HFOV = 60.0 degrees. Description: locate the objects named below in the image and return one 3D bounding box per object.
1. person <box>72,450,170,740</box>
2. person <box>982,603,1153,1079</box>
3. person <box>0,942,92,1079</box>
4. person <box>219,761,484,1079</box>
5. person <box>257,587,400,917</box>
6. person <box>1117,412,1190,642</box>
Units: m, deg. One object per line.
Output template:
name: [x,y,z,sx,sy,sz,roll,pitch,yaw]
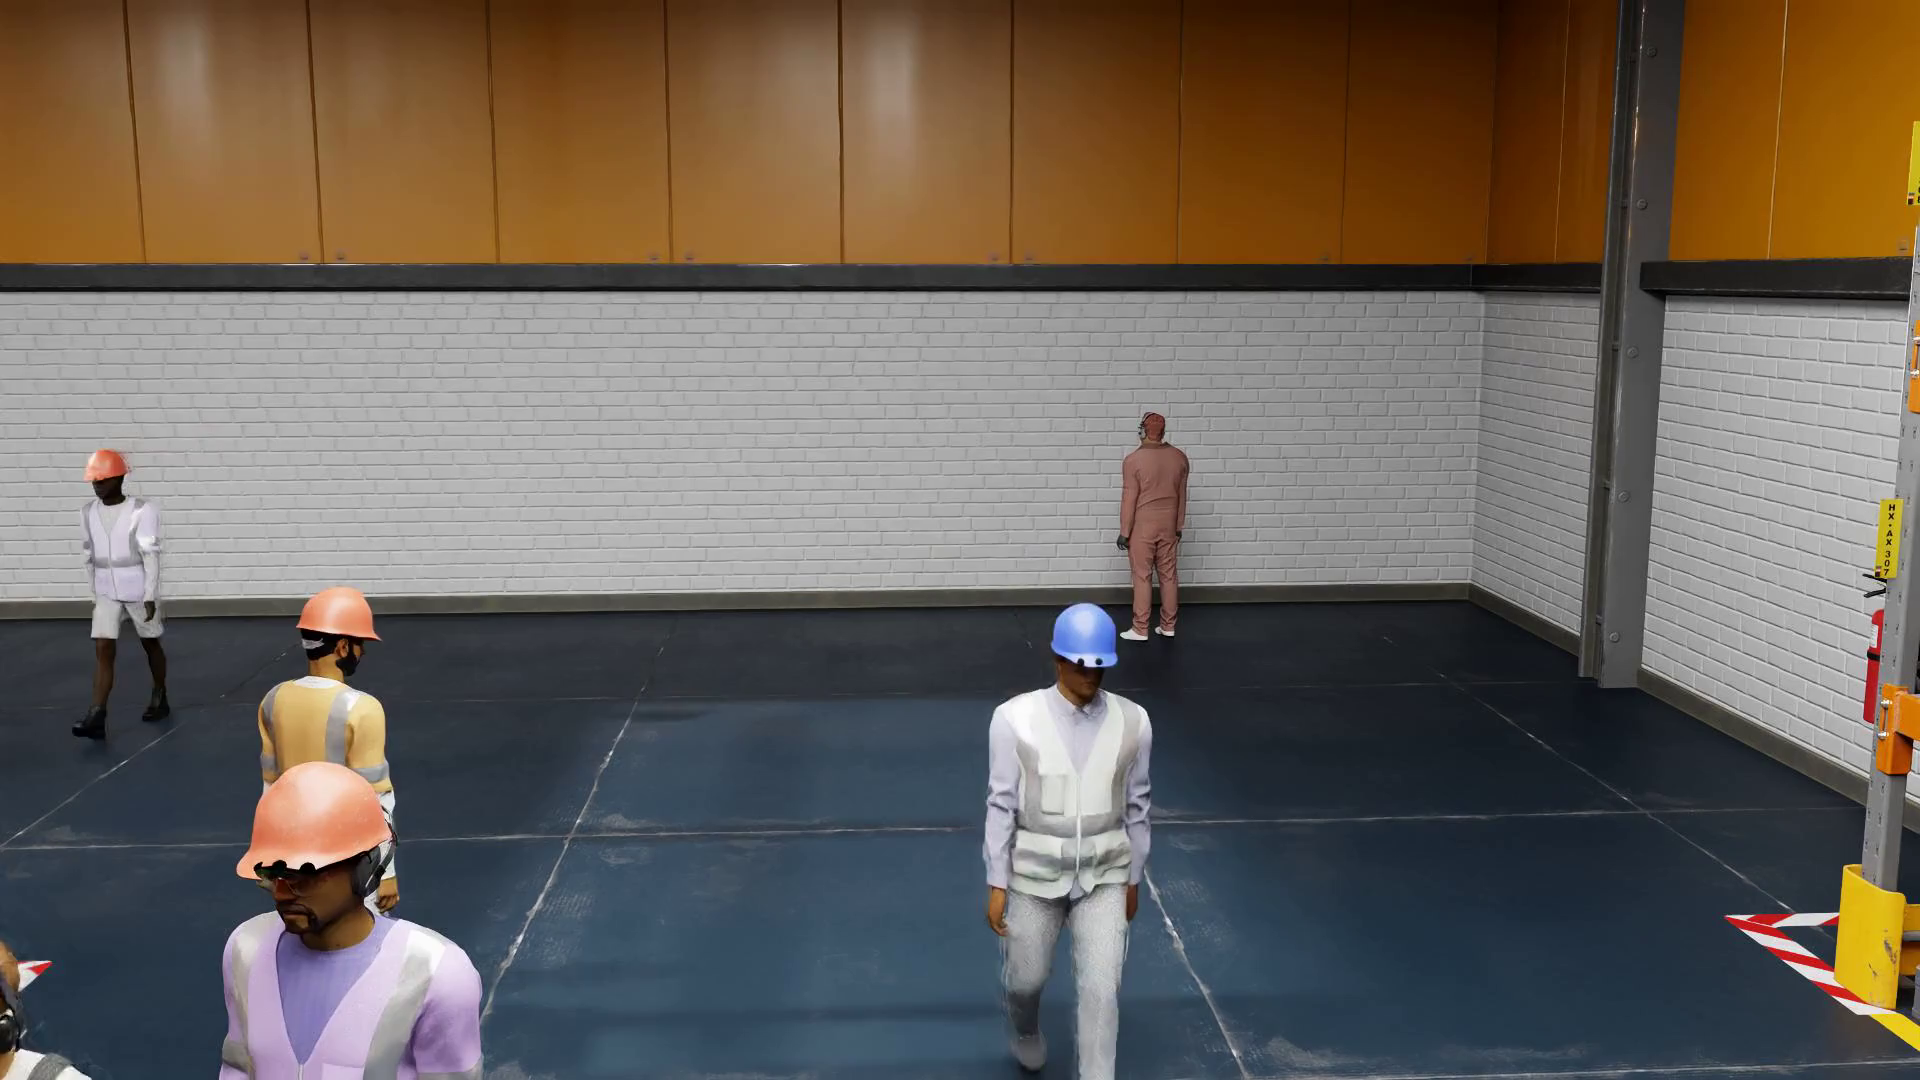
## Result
person: [-5.560,0.347,11.004,0.567,1.883,0.985,0,9,0]
person: [0.368,1.147,5.879,0.614,1.925,0.833,-1,9,-7]
person: [-1.953,1.624,3.346,0.608,1.782,0.932,4,10,21]
person: [-1.303,1.461,3.531,0.605,2.045,0.378,2,9,13]
person: [-2.236,1.126,6.012,0.547,1.925,0.391,4,10,25]
person: [1.578,-0.107,13.805,0.638,1.910,0.407,-5,10,-29]
